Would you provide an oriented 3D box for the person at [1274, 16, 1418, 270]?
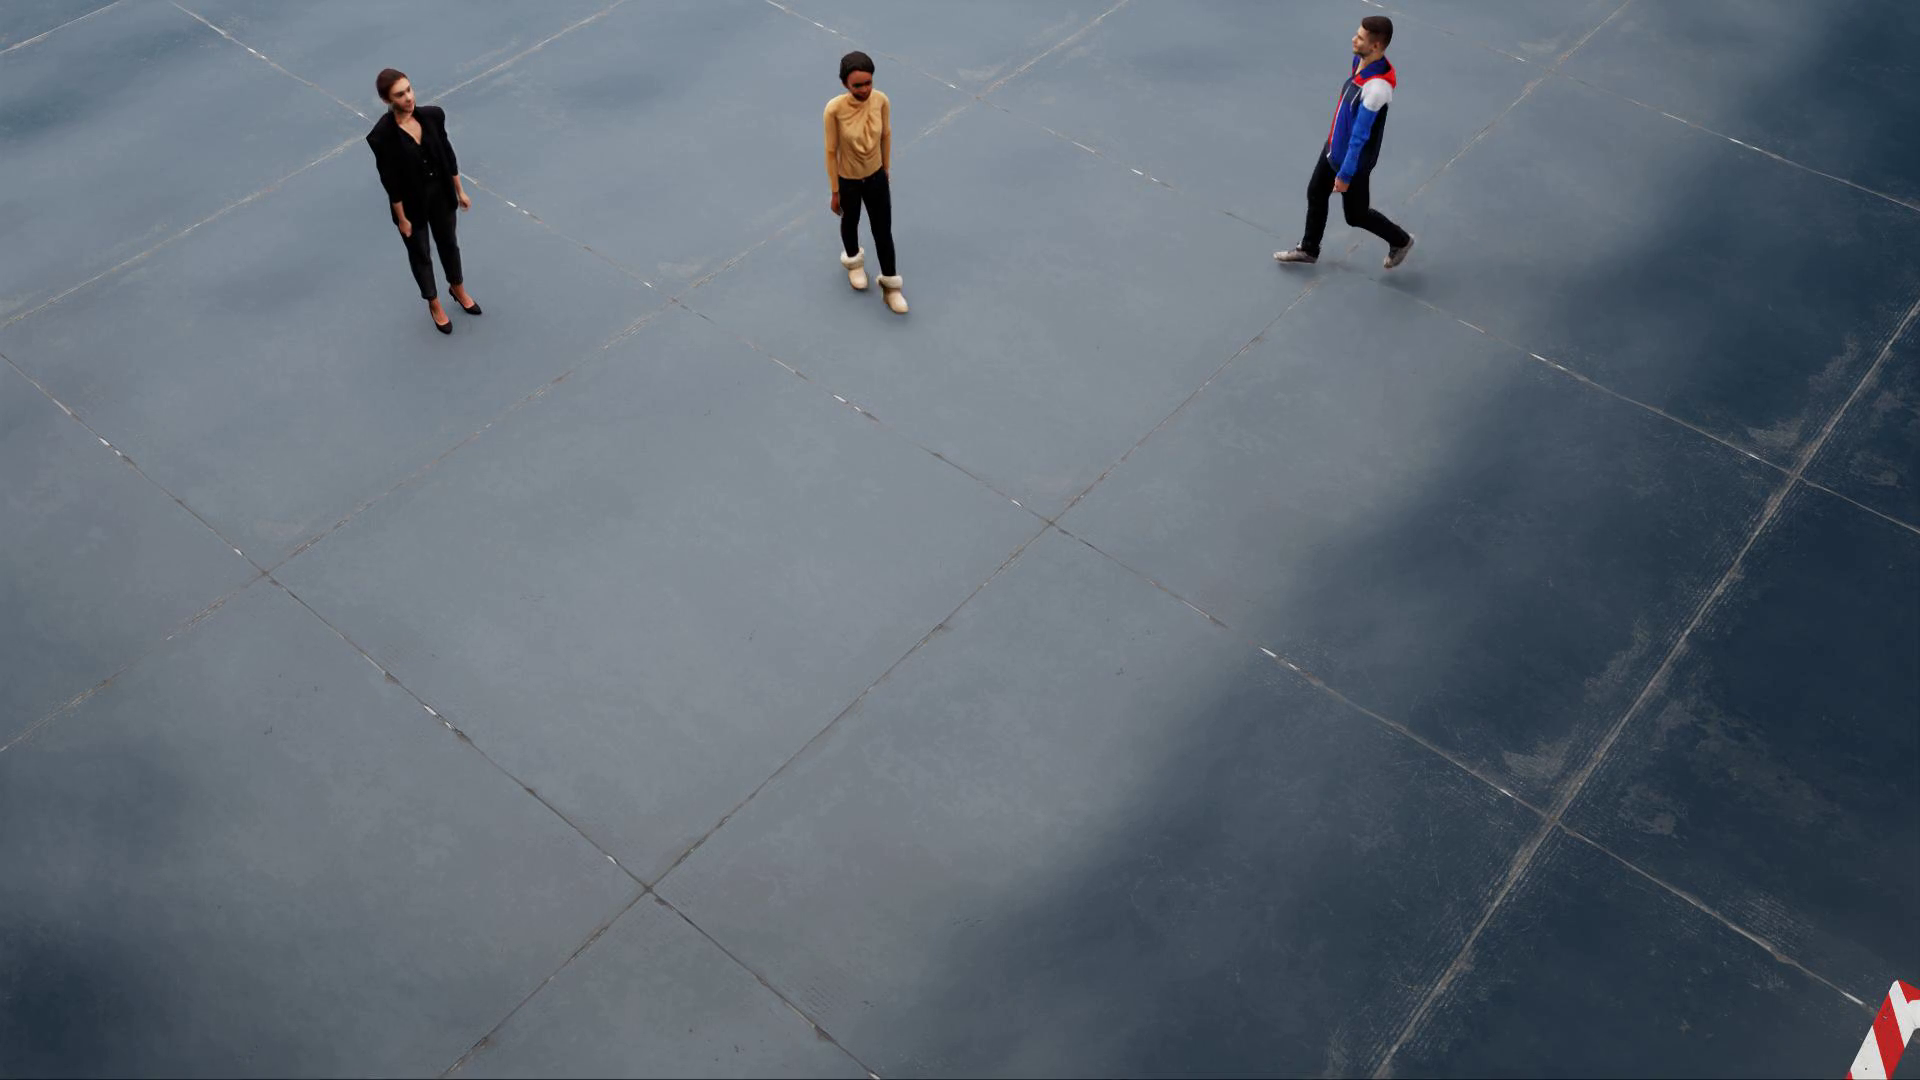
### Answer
[{"bbox_3d":[2.454,-2.319,10.028,1.150,1.734,1.063,-1,47,-1],"label":"person"}]

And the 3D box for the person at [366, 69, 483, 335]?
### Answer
[{"bbox_3d":[-3.145,-1.989,9.734,0.556,1.717,0.633,33,55,27],"label":"person"}]

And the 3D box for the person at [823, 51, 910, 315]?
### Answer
[{"bbox_3d":[-0.634,-2.206,9.987,0.871,1.640,1.006,-14,49,-12],"label":"person"}]
